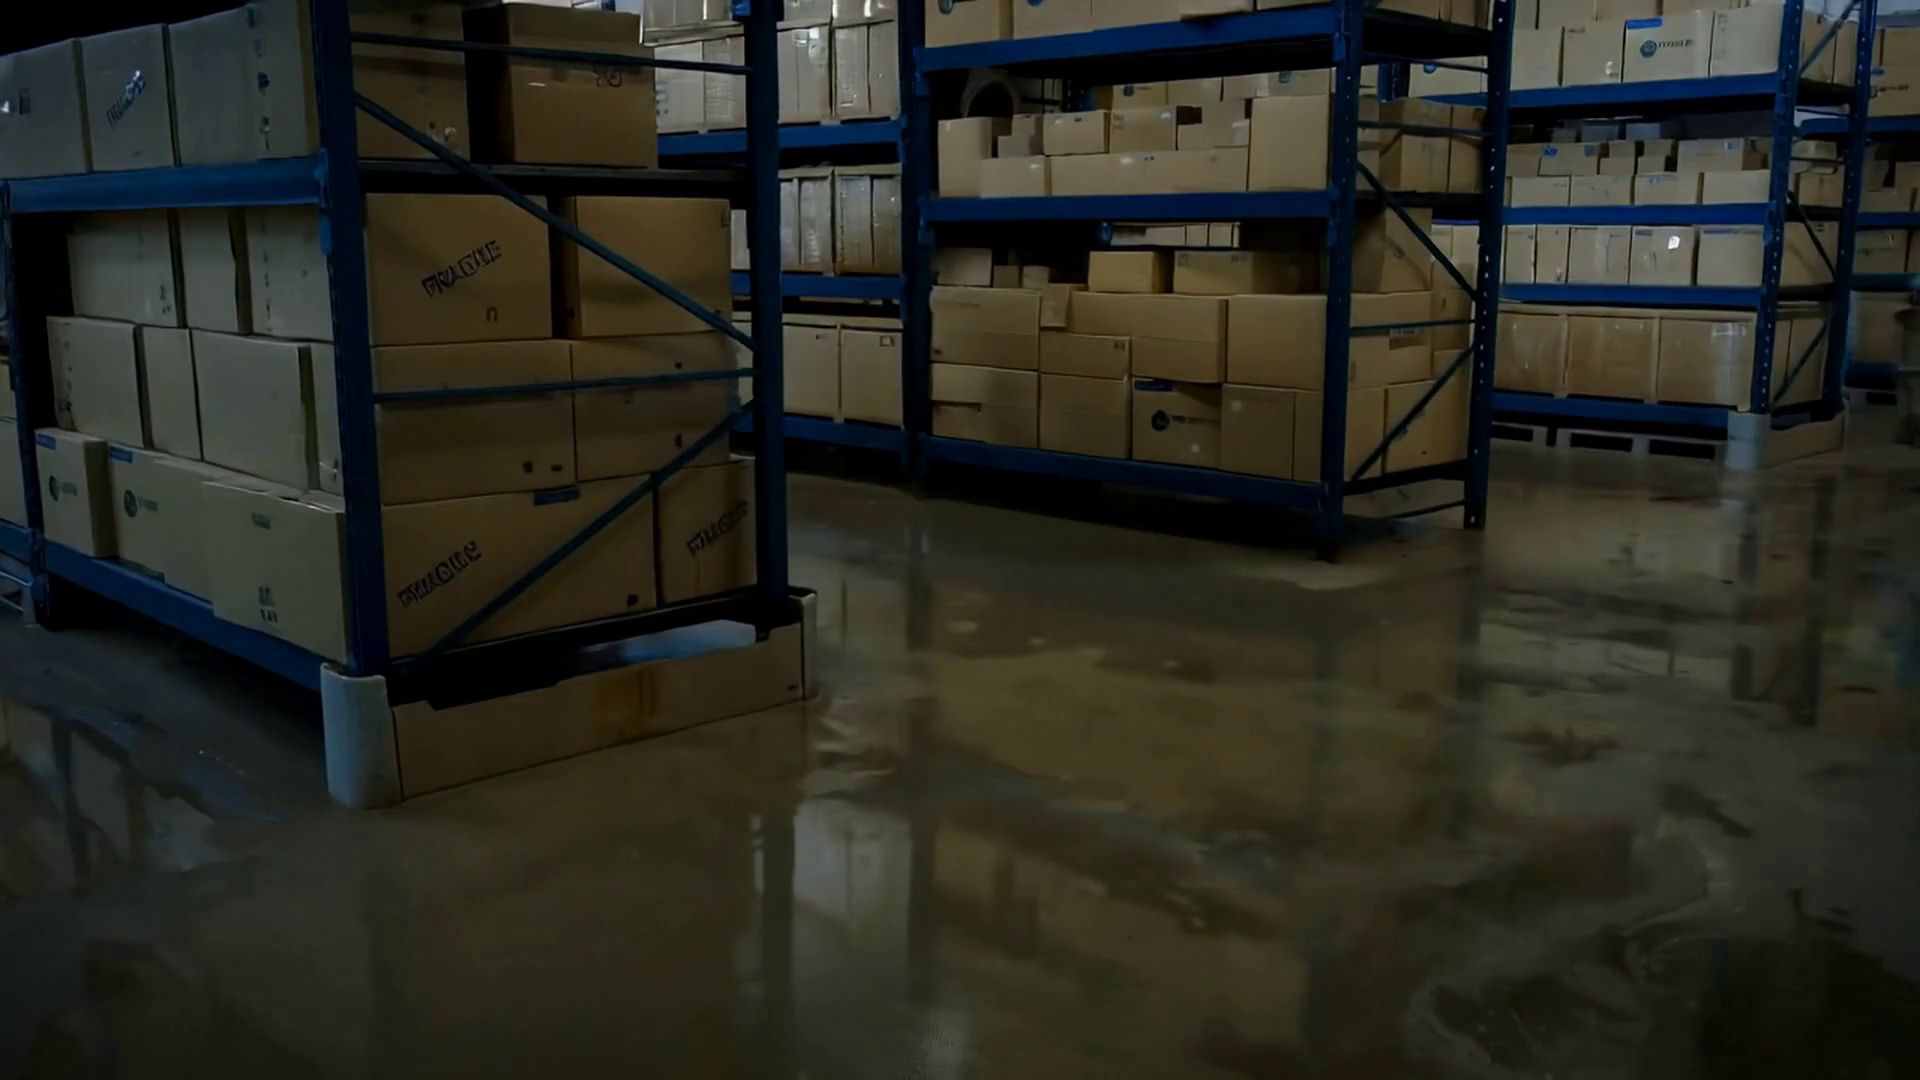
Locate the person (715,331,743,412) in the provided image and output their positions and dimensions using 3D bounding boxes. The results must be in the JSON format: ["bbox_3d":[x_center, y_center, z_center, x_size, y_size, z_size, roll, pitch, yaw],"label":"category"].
[{"bbox_3d":[-2.033,-1.158,12.922,0.832,1.873,0.635,7,13,34],"label":"person"}]

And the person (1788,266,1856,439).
[{"bbox_3d":[9.075,-1.983,17.590,0.637,1.807,0.816,-9,14,-40],"label":"person"}]

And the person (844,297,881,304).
[{"bbox_3d":[-1.264,-2.619,20.994,0.601,1.830,0.404,9,14,41],"label":"person"}]

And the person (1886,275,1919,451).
[{"bbox_3d":[9.456,-1.737,16.441,0.580,1.735,0.455,1,10,8],"label":"person"}]
